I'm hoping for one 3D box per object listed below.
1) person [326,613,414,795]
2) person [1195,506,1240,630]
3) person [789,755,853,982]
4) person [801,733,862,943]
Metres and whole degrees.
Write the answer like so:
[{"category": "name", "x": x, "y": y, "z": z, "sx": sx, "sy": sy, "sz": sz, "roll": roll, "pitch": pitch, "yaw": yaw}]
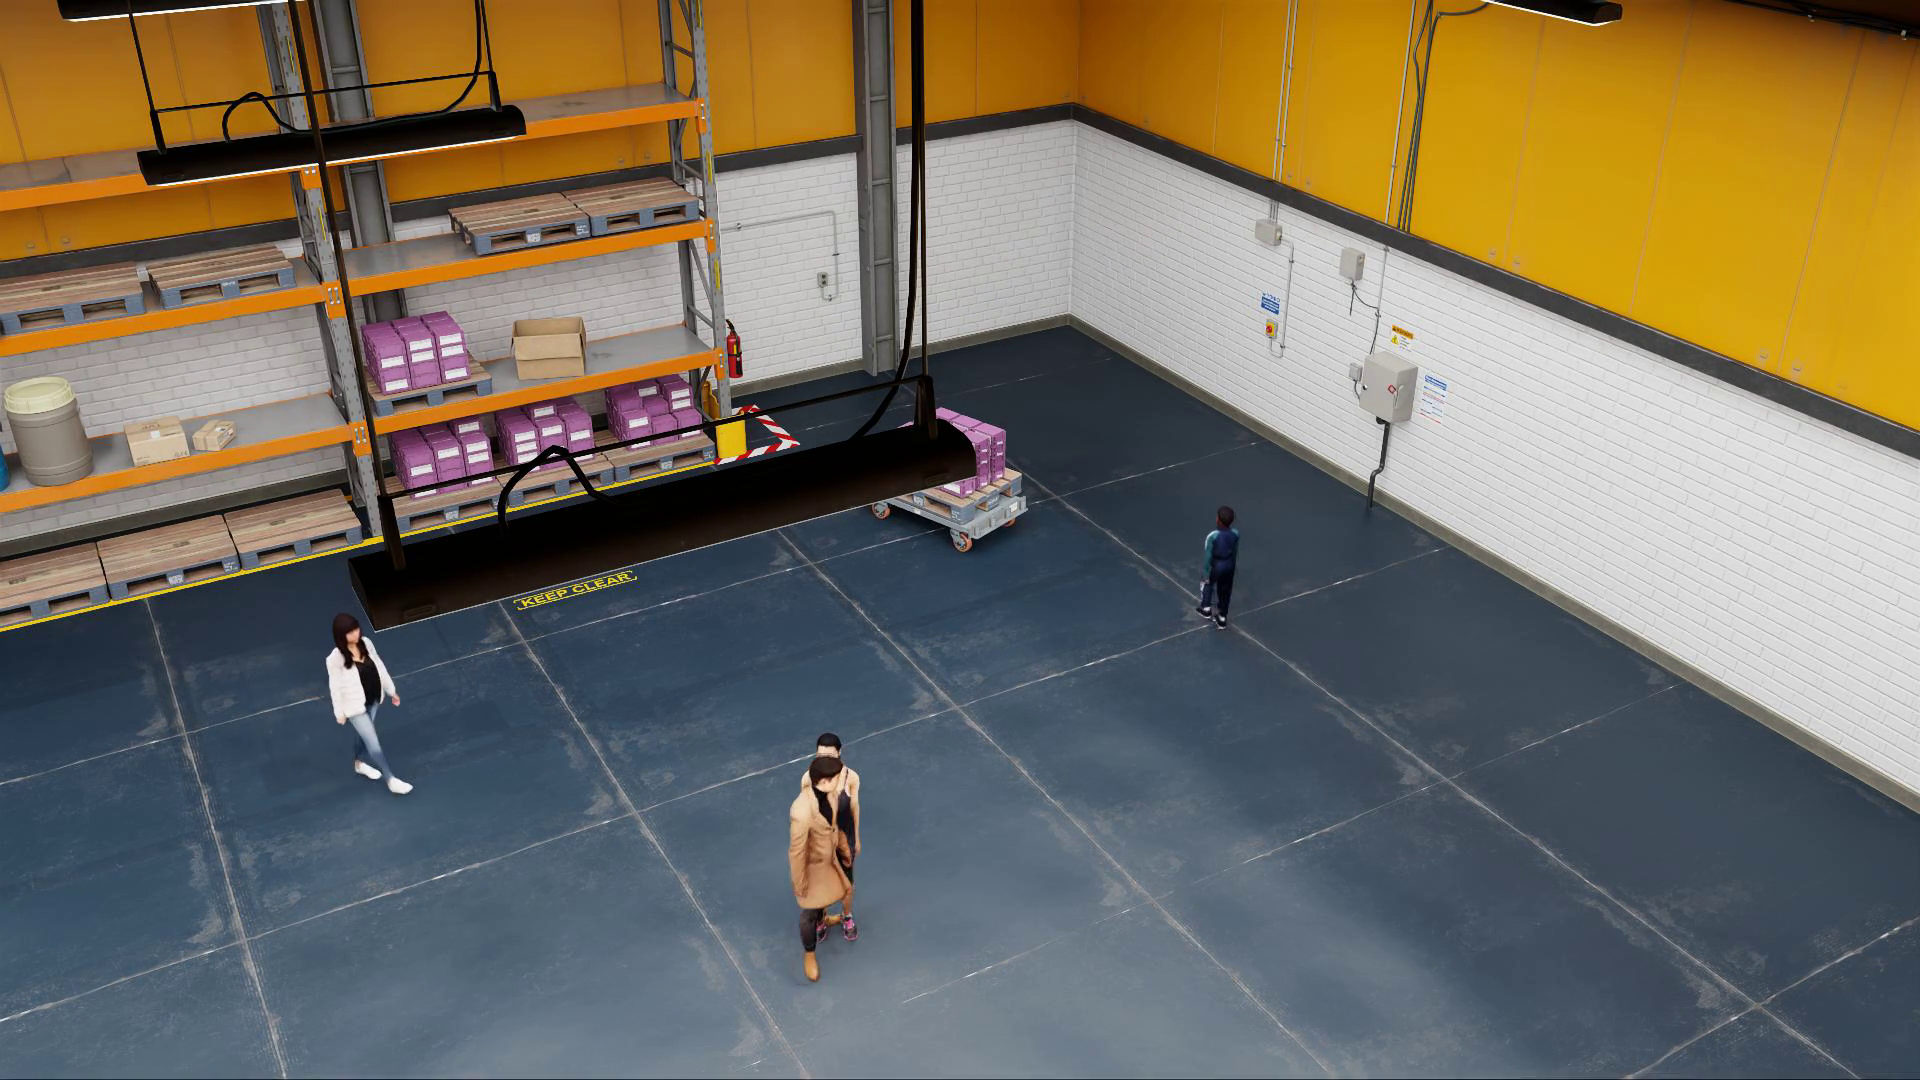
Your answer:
[{"category": "person", "x": -4.908, "y": 1.281, "z": 13.462, "sx": 0.998, "sy": 1.611, "sz": 0.983, "roll": 11, "pitch": 31, "yaw": 19}, {"category": "person", "x": 2.474, "y": 0.281, "z": 15.679, "sx": 0.617, "sy": 1.243, "sz": 0.649, "roll": -8, "pitch": 30, "yaw": -15}, {"category": "person", "x": -1.034, "y": 2.240, "z": 11.612, "sx": 0.989, "sy": 1.698, "sz": 0.882, "roll": 20, "pitch": 35, "yaw": 33}, {"category": "person", "x": -0.906, "y": 2.104, "z": 11.828, "sx": 0.614, "sy": 1.729, "sz": 0.720, "roll": -2, "pitch": 29, "yaw": -3}]
